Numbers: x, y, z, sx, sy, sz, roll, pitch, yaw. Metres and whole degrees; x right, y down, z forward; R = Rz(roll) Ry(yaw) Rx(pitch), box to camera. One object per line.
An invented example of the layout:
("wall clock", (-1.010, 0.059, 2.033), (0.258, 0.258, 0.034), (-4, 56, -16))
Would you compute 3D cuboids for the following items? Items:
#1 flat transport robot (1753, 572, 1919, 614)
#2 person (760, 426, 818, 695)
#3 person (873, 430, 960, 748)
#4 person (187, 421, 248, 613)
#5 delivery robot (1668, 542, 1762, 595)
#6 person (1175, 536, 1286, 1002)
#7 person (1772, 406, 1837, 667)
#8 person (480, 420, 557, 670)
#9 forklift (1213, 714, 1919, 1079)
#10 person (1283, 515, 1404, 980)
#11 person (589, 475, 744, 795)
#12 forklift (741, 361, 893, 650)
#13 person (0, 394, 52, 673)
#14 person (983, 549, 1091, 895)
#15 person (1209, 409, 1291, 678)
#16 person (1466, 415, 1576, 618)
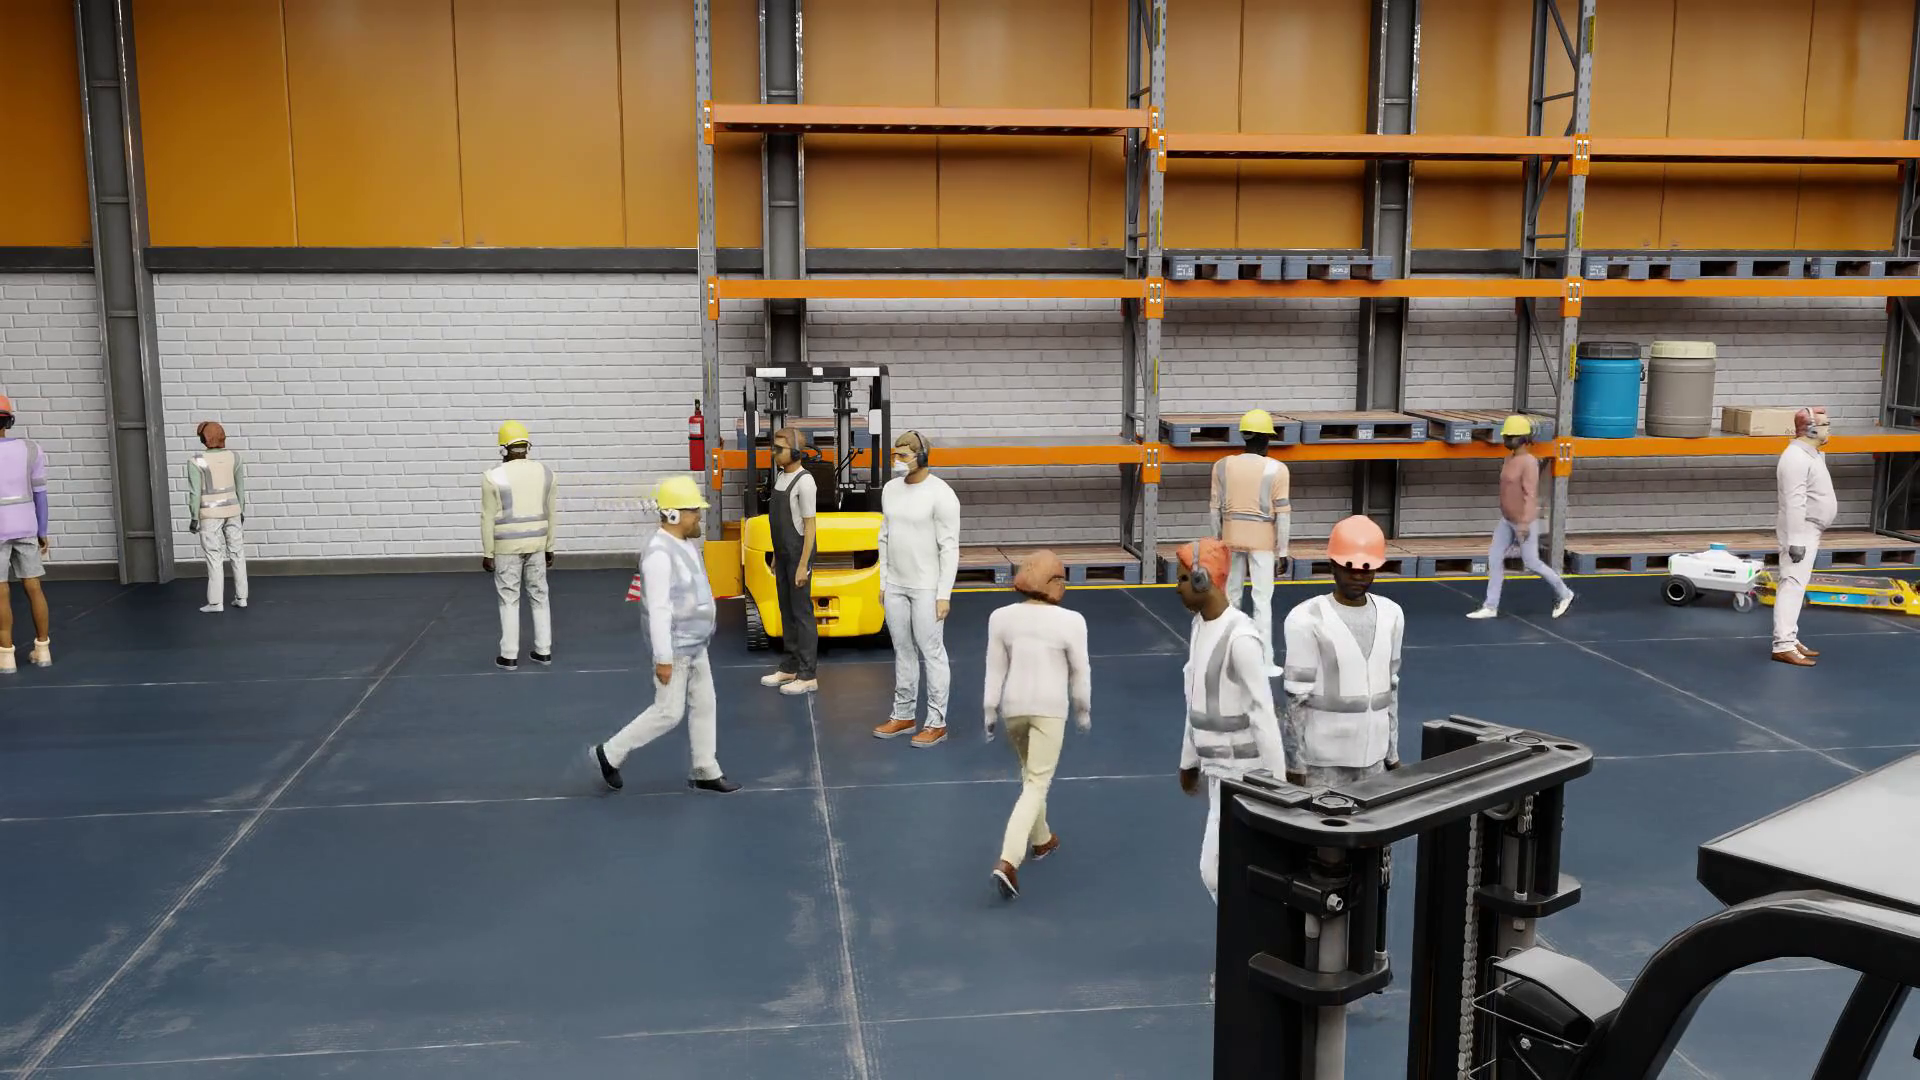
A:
("flat transport robot", (7.623, 0.444, 14.457), (1.431, 0.197, 0.652), (4, 10, 21))
("person", (-1.165, 0.137, 11.475), (0.345, 1.847, 0.508), (-6, 11, -31))
("person", (-0.277, 0.294, 10.206), (0.634, 1.939, 0.367), (8, 12, 43))
("person", (-6.321, -0.194, 14.181), (0.308, 1.640, 0.510), (6, 11, 32))
("delivery robot", (6.538, 0.264, 14.405), (0.707, 0.478, 0.477), (7, 12, 38))
("person", (1.097, 0.907, 6.627), (0.499, 1.854, 0.597), (-1, 9, -5))
("person", (6.267, -0.037, 12.350), (0.410, 1.913, 0.651), (6, 11, 31))
("person", (-3.232, 0.037, 12.184), (0.586, 1.824, 0.404), (-8, 12, -43))
("forklift", (1.441, 1.425, 2.350), (1.214, 2.155, 2.313), (-7, 12, -39))
("person", (1.561, 0.854, 6.715), (0.551, 1.935, 0.350), (-4, 10, -23))
("person", (-1.622, 0.540, 9.098), (0.752, 1.811, 0.602), (1, 9, 7))
("forklift", (-1.154, -0.340, 13.365), (1.214, 2.155, 2.313), (-1, 9, -7))
("person", (-6.932, -0.055, 12.058), (0.393, 2.044, 0.609), (7, 11, 37))
("person", (0.337, 0.841, 7.895), (0.504, 1.588, 0.867), (5, 10, 26))
("person", (2.077, 0.030, 11.893), (0.590, 1.923, 0.383), (6, 11, 31))
("person", (4.718, -0.185, 13.851), (0.845, 1.733, 0.532), (-1, 9, -9))
